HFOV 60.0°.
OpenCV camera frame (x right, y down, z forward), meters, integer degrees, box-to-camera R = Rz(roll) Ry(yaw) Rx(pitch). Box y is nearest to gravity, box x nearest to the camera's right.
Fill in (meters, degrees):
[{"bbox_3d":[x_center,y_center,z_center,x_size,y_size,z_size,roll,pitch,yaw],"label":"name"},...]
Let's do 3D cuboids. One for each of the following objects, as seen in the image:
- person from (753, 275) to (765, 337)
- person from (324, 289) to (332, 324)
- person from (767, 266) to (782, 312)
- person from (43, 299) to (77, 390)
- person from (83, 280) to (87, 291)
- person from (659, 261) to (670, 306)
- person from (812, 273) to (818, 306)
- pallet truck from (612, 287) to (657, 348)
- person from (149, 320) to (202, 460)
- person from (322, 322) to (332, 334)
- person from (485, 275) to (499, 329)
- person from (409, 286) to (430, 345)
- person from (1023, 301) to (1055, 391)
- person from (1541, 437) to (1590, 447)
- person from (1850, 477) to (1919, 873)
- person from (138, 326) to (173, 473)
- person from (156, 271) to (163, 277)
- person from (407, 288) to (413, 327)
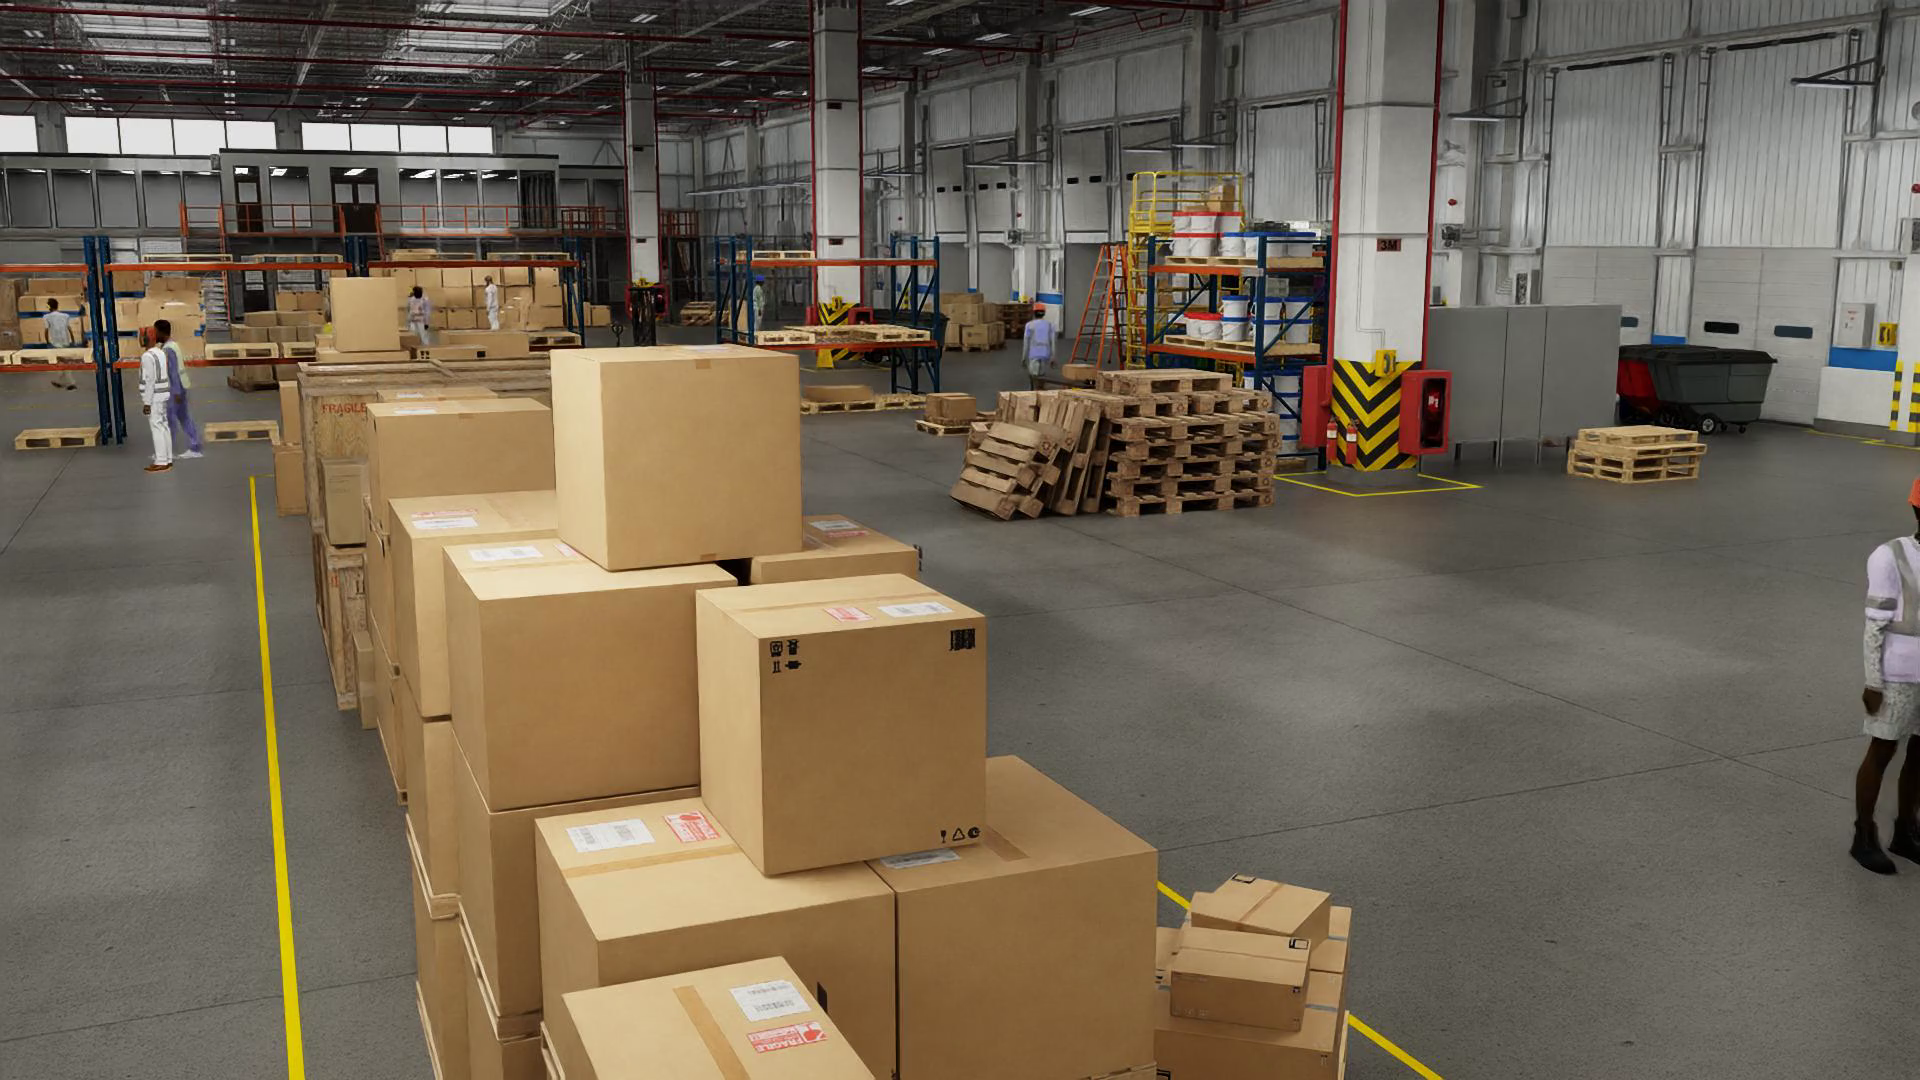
[{"bbox_3d":[-5.795,-6.675,48.046,0.405,1.946,0.609,-1,10,-8],"label":"person"},{"bbox_3d":[-15.377,-5.320,41.013,0.540,1.805,0.899,-4,11,-22],"label":"person"},{"bbox_3d":[-7.512,-10.201,67.568,0.620,1.911,0.419,-6,12,-29],"label":"person"},{"bbox_3d":[-17.893,-3.878,33.035,0.946,1.804,0.485,6,12,30],"label":"person"},{"bbox_3d":[-22.558,-5.747,42.982,0.423,1.927,0.564,-9,13,-39],"label":"person"},{"bbox_3d":[-13.116,-11.408,74.033,0.612,1.986,0.407,0,10,-2],"label":"person"},{"bbox_3d":[-4.818,-8.281,57.191,0.430,1.844,0.624,7,12,34],"label":"person"},{"bbox_3d":[-6.464,-4.406,35.401,0.823,1.965,1.885,6,12,32],"label":"pallet truck"},{"bbox_3d":[-10.757,-2.032,22.580,0.779,1.896,0.646,-5,11,-24],"label":"person"},{"bbox_3d":[-8.370,-2.008,22.525,0.590,1.885,0.966,7,12,34],"label":"person"},{"bbox_3d":[-13.534,-6.667,48.038,0.372,1.936,0.627,1,10,3],"label":"person"},{"bbox_3d":[-13.455,-5.378,41.228,0.662,1.823,0.604,5,12,27],"label":"person"},{"bbox_3d":[1.407,-3.233,29.177,0.564,1.913,0.672,-3,11,-16],"label":"person"},{"bbox_3d":[8.756,-2.120,23.746,0.889,1.638,0.540,6,12,31],"label":"person"},{"bbox_3d":[4.538,0.625,7.867,0.572,1.934,0.369,-2,11,-12],"label":"person"},{"bbox_3d":[-10.360,-1.804,21.382,0.356,1.883,0.574,-2,10,-9],"label":"person"},{"bbox_3d":[-27.858,-8.423,57.878,0.392,1.871,0.683,8,13,39],"label":"person"},{"bbox_3d":[-14.401,-5.858,44.190,0.512,1.697,0.866,4,11,20],"label":"person"}]
